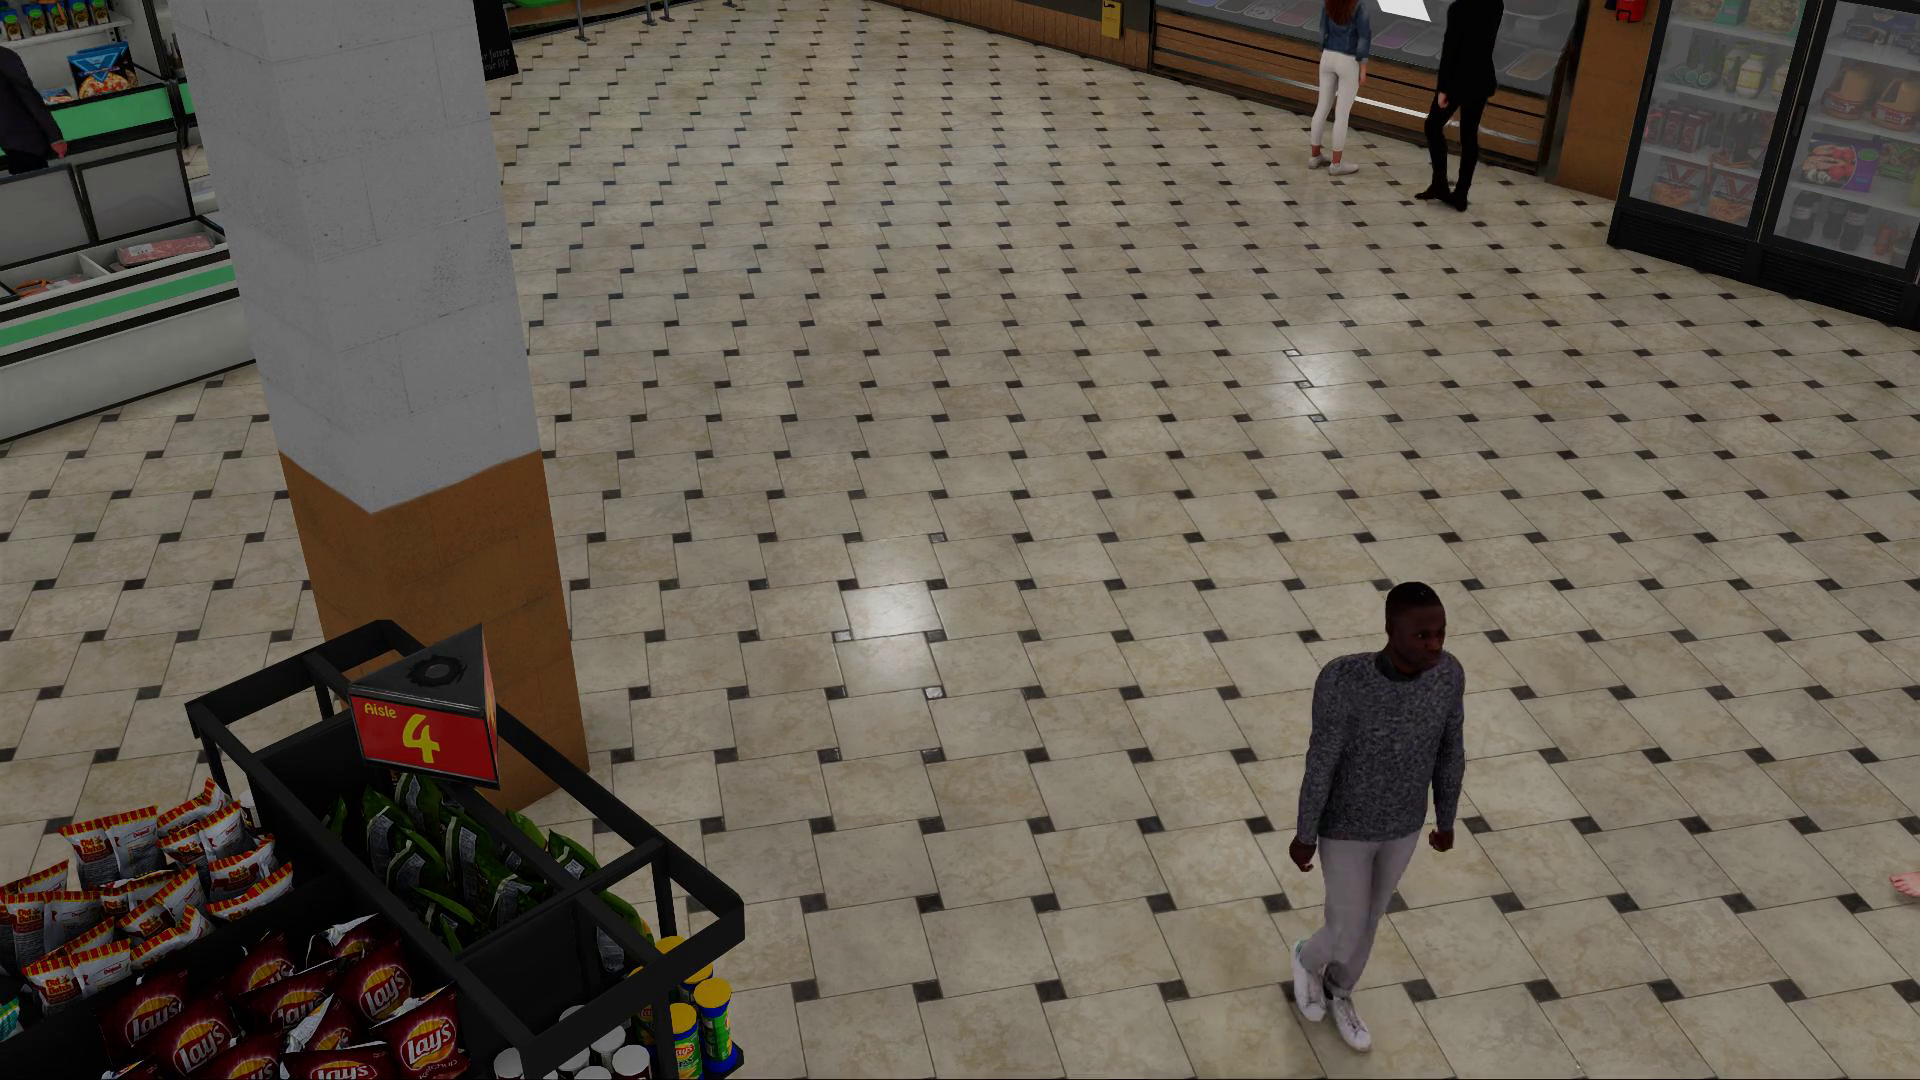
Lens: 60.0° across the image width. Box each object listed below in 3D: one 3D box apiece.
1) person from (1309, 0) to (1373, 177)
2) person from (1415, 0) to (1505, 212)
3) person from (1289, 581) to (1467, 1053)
[{"bbox_3d":[2.955,-3.708,12.939,0.540,1.700,0.639,-23,39,-32],"label":"person"},{"bbox_3d":[3.745,-3.316,12.148,0.719,1.870,0.864,-12,34,-19],"label":"person"},{"bbox_3d":[1.299,0.873,5.455,0.755,1.829,0.882,-11,33,-16],"label":"person"}]
